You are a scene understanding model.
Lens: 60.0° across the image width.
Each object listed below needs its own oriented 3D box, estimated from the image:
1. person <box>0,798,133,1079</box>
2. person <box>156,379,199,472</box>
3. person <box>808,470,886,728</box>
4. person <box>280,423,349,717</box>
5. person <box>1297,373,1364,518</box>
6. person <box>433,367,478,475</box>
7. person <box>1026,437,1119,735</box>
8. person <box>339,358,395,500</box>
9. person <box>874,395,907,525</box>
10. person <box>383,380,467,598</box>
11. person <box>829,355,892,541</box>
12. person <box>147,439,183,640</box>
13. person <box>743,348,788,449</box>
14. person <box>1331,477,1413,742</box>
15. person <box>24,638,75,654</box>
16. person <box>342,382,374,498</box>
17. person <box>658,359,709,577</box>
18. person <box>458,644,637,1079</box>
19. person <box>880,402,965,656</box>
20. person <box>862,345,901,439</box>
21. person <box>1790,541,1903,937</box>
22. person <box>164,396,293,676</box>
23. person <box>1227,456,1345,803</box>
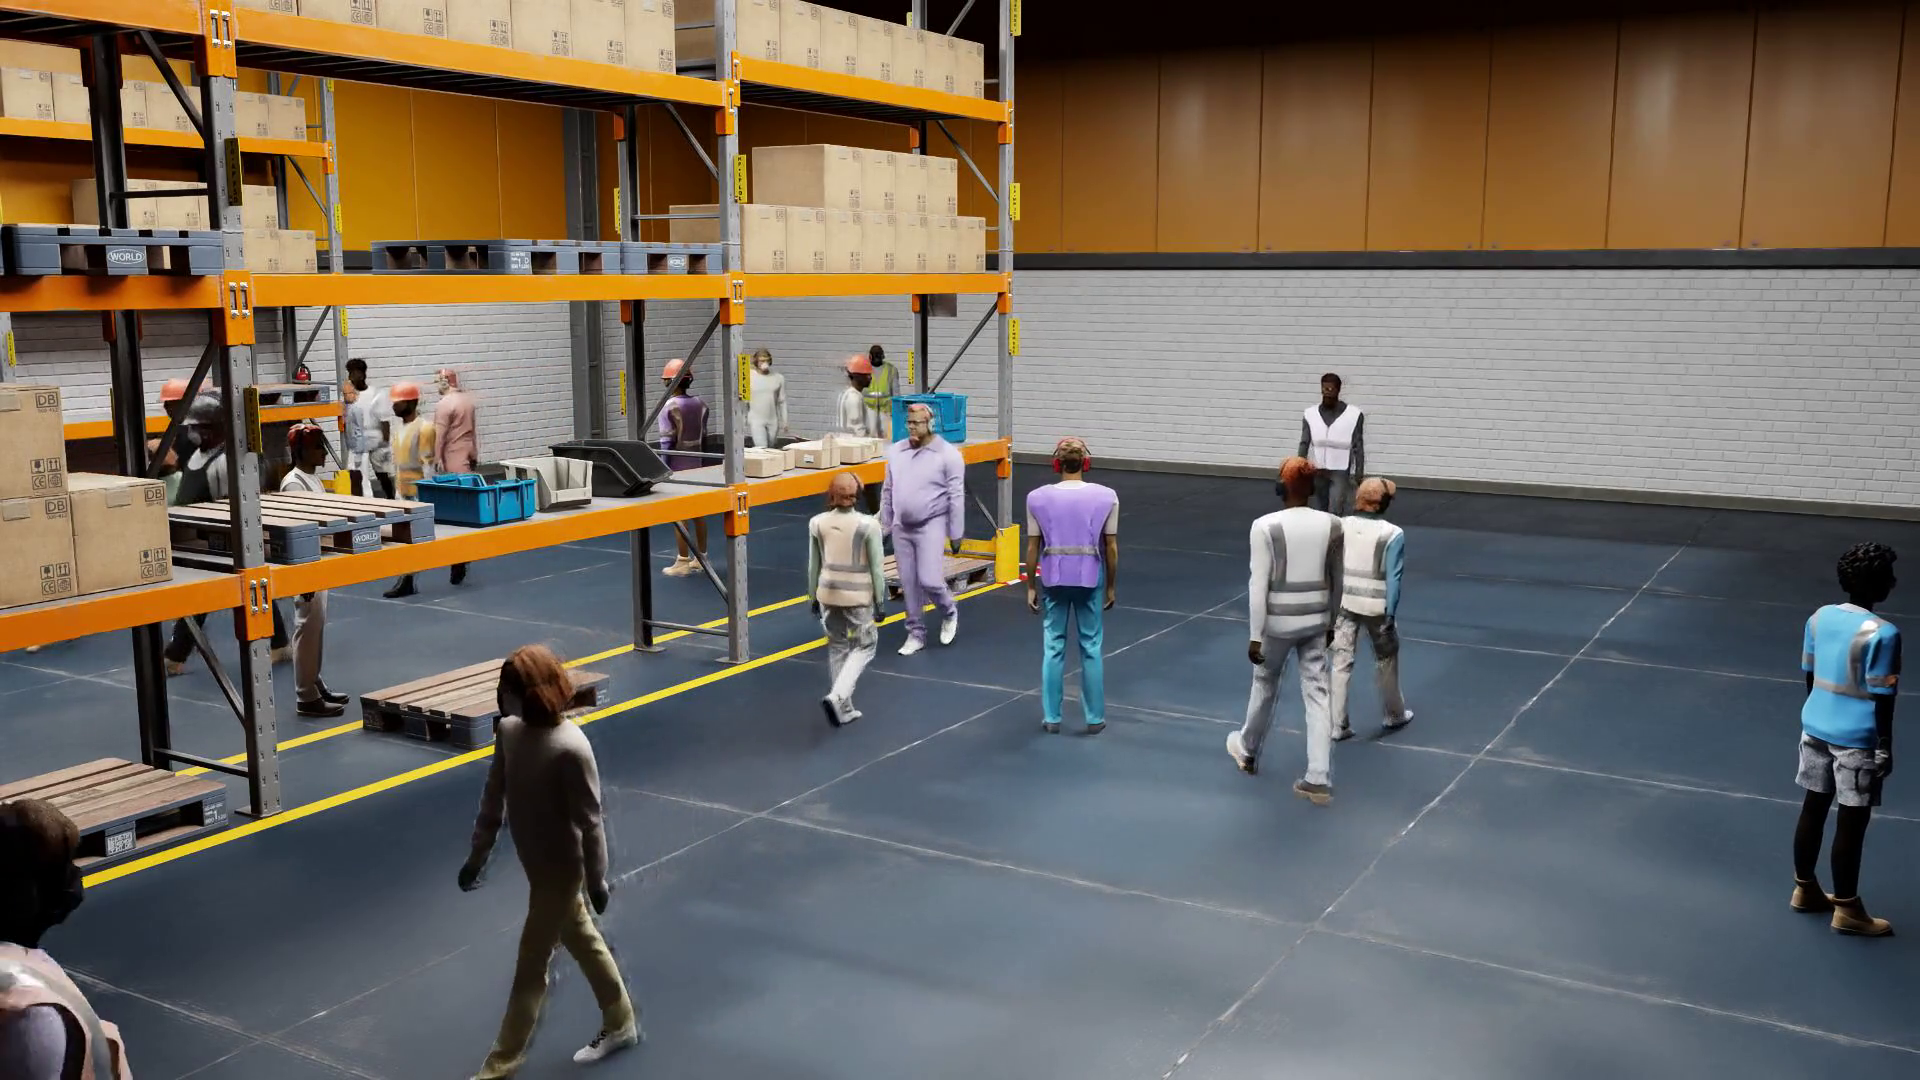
[{"bbox_3d":[-1.898,1.402,3.451,0.649,1.791,0.952,9,13,43],"label":"person"},{"bbox_3d":[-6.618,-0.410,14.309,0.927,1.939,0.632,-7,12,-38],"label":"person"},{"bbox_3d":[-0.726,0.383,10.312,0.541,1.621,0.495,4,10,24],"label":"person"},{"bbox_3d":[-4.180,0.189,10.726,0.341,1.882,0.587,-2,9,-12],"label":"person"},{"bbox_3d":[3.502,-0.638,15.885,0.616,1.882,0.854,6,11,33],"label":"person"},{"bbox_3d":[-5.300,-0.903,17.664,0.936,1.866,0.659,1,9,5],"label":"person"},{"bbox_3d":[0.685,0.293,10.228,0.565,1.841,0.382,1,9,5],"label":"person"},{"bbox_3d":[-6.676,-1.109,18.803,0.608,1.922,1.015,1,9,5],"label":"person"},{"bbox_3d":[-0.661,-0.670,16.930,0.650,1.615,0.517,-5,10,-27],"label":"person"},{"bbox_3d":[-4.775,-0.462,14.709,0.553,1.915,0.746,7,11,35],"label":"person"},{"bbox_3d":[-1.049,-0.932,17.412,0.973,1.994,0.622,0,9,-2],"label":"person"},{"bbox_3d":[-6.074,0.004,12.780,0.504,1.600,0.746,-2,9,-10],"label":"person"},{"bbox_3d":[-2.526,-1.502,21.230,0.638,1.911,0.925,-5,10,-28],"label":"person"},{"bbox_3d":[2.540,0.410,10.233,0.513,1.601,0.799,8,12,41],"label":"person"},{"bbox_3d":[-6.904,0.026,12.387,0.561,1.669,0.453,0,9,3],"label":"person"},{"bbox_3d":[-6.782,-0.968,18.753,0.269,1.627,0.500,-4,10,-23],"label":"person"},{"bbox_3d":[-2.622,-0.673,15.611,0.396,2.042,0.611,6,11,34],"label":"person"},{"bbox_3d":[-1.472,1.139,5.738,0.880,1.582,0.507,-8,12,-42],"label":"person"},{"bbox_3d":[-0.292,-0.086,12.421,0.647,1.892,0.480,5,11,30],"label":"person"},{"bbox_3d":[-1.163,-1.874,23.819,0.647,1.803,0.870,-1,9,-6],"label":"person"},{"bbox_3d":[3.847,0.846,7.206,0.322,1.696,0.536,-1,9,-8],"label":"person"},{"bbox_3d":[-5.287,-0.063,11.815,0.695,2.000,1.045,8,12,40],"label":"person"},{"bbox_3d":[1.805,0.455,9.189,0.608,1.835,0.967,-2,9,-14],"label":"person"}]
